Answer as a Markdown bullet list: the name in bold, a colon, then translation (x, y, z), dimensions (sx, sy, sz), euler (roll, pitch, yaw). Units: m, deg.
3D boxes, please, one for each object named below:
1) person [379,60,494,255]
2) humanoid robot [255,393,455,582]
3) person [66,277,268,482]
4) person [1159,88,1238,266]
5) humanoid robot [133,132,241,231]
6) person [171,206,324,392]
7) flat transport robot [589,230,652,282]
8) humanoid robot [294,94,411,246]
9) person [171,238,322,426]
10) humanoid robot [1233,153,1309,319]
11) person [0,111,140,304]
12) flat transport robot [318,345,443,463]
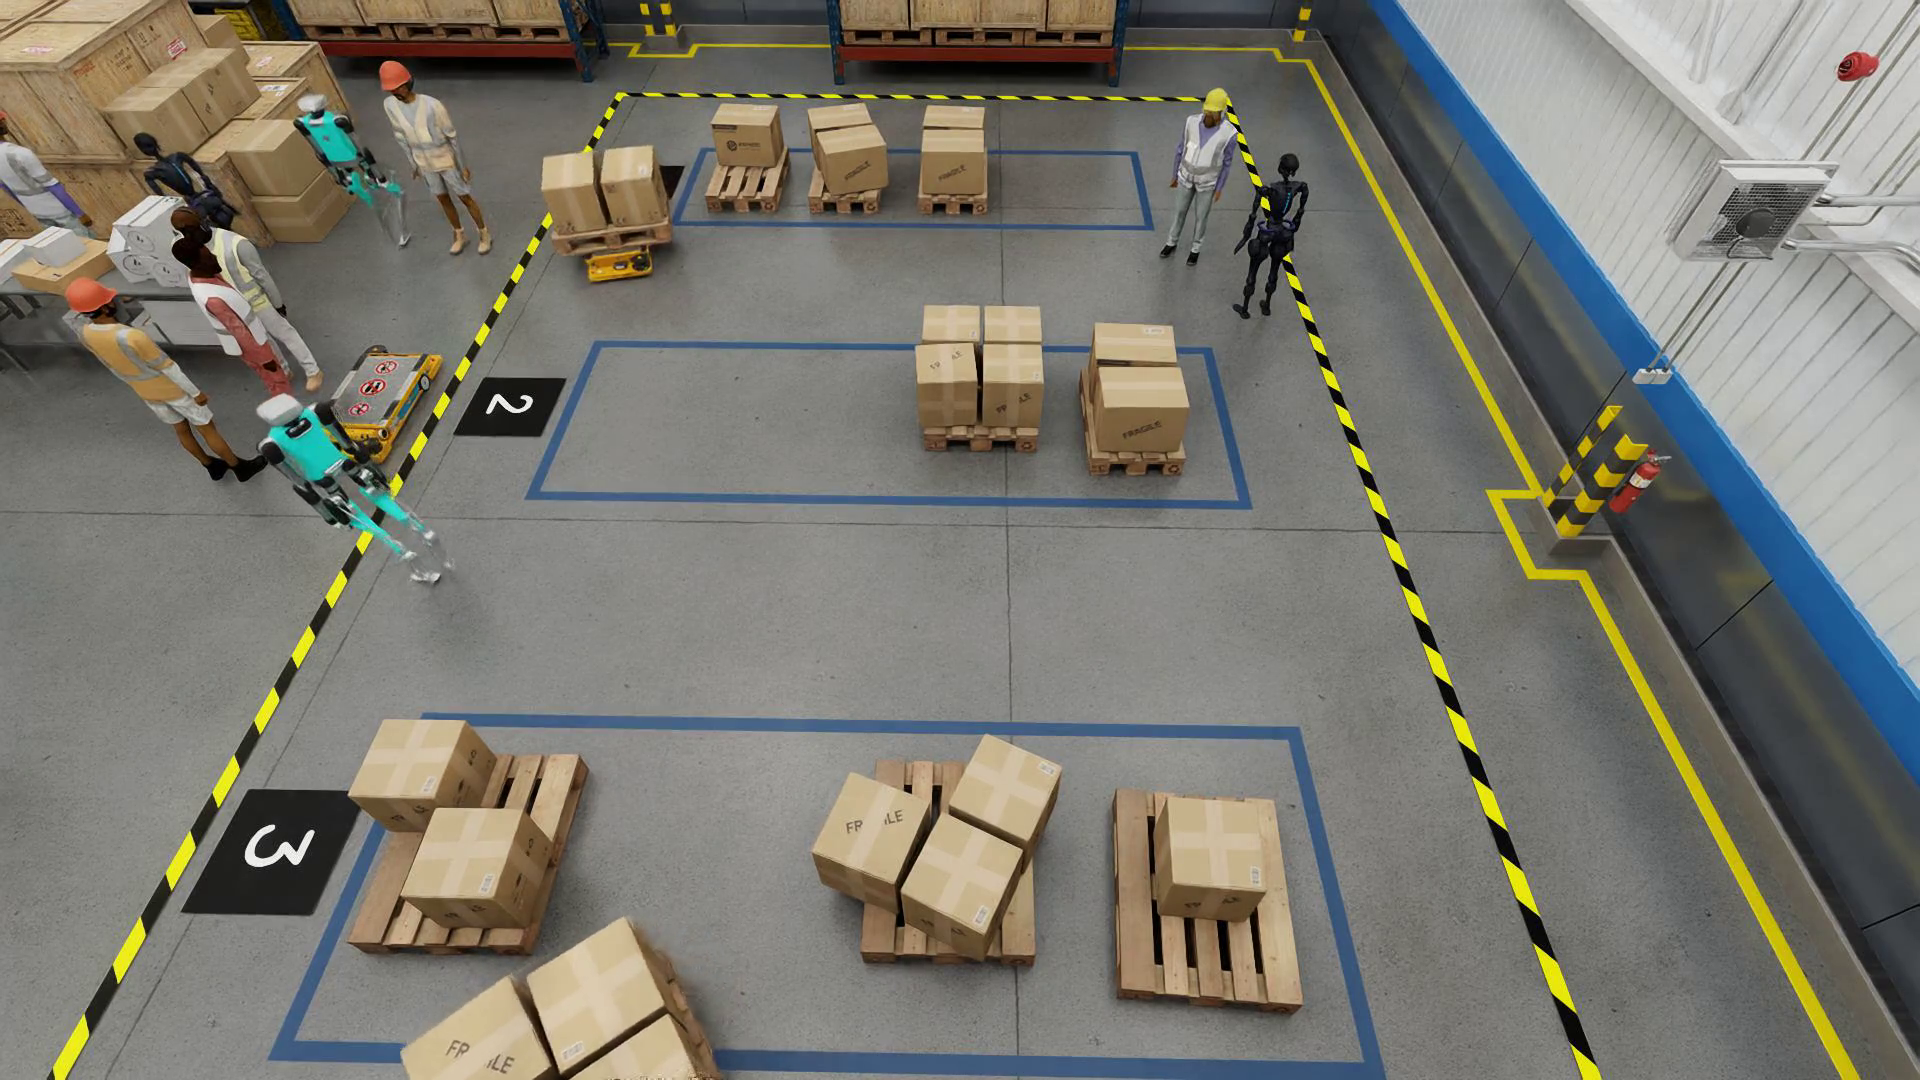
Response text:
- **person**: translation (-5.438, -3.912, 9.516), dimensions (0.610, 2.041, 0.392), euler (1, 50, 1)
- **humanoid robot**: translation (-4.252, -0.238, 6.632), dimensions (0.811, 1.808, 0.540), euler (20, 53, 16)
- **person**: translation (-6.342, -1.226, 7.312), dimensions (0.544, 1.938, 0.352), euler (5, 50, 4)
- **person**: translation (2.469, -3.746, 9.509), dimensions (0.589, 1.837, 0.404), euler (24, 54, 19)
- **humanoid robot**: translation (-7.601, -3.287, 9.233), dimensions (0.453, 1.642, 0.611), euler (12, 51, 10)
- **person**: translation (-6.324, -2.101, 8.122), dimensions (0.622, 1.837, 0.429), euler (-3, 50, -3)
- **flat transport robot**: translation (-3.818, -3.395, 10.221), dimensions (0.652, 0.197, 1.431), euler (-11, 51, -9)
- **humanoid robot**: translation (-6.305, -3.878, 9.752), dimensions (0.542, 1.879, 0.747), euler (-2, 50, -2)
- **person**: translation (-5.935, -1.649, 7.682), dimensions (0.393, 1.919, 0.588), euler (-33, 57, -25)
- **humanoid robot**: translation (3.011, -2.937, 8.918), dimensions (0.599, 1.659, 0.315), euler (-6, 50, -5)
- **person**: translation (-8.870, -3.273, 8.978), dimensions (0.613, 2.038, 0.393), euler (8, 50, 7)
- **flat transport robot**: translation (-5.383, -1.269, 8.441), dimensions (0.659, 0.231, 1.431), euler (1, 50, 1)
